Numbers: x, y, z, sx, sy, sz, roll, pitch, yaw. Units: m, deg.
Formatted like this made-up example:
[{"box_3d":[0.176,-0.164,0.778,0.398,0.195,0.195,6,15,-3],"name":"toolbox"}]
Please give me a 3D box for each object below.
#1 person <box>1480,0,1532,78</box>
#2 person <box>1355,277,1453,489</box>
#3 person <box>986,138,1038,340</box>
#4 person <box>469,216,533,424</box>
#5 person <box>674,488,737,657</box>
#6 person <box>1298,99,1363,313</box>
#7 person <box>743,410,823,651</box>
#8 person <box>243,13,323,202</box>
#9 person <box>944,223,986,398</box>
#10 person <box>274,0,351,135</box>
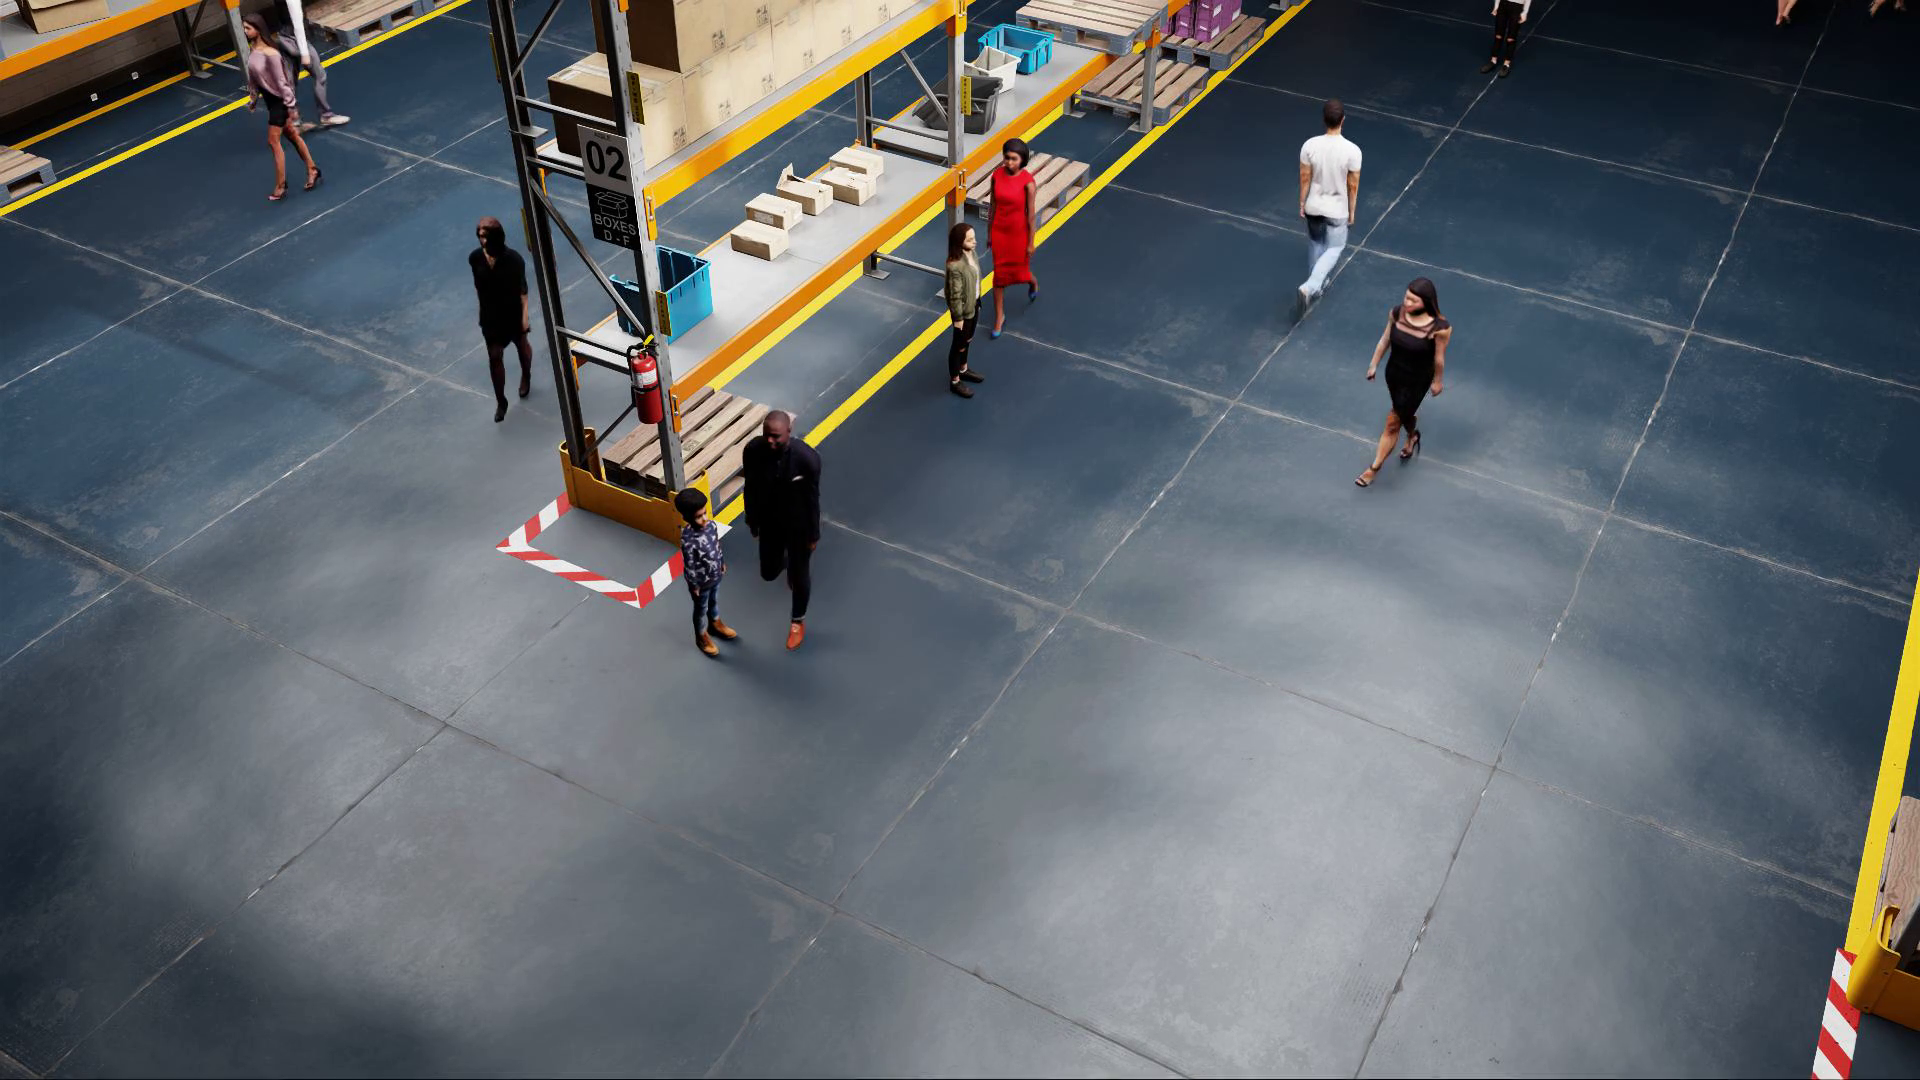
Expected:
[{"box_3d":[6.094,-5.876,18.362,0.574,1.484,0.533,27,46,30],"name":"person"},{"box_3d":[3.373,-1.208,12.371,1.150,1.666,0.907,-28,46,-30],"name":"person"},{"box_3d":[0.468,-2.578,14.038,0.631,1.727,0.939,17,42,20],"name":"person"},{"box_3d":[-3.560,-1.836,13.149,0.838,1.679,0.997,3,39,4],"name":"person"},{"box_3d":[-1.691,0.191,10.953,0.550,1.251,0.429,20,43,24],"name":"person"},{"box_3d":[3.123,-2.816,14.249,0.702,1.835,1.013,22,44,25],"name":"person"},{"box_3d":[-1.104,-0.143,10.930,0.857,1.801,1.016,9,40,12],"name":"person"},{"box_3d":[-6.485,-4.209,16.030,0.922,1.791,0.783,-30,48,-32],"name":"person"},{"box_3d":[0.030,-1.867,13.349,0.666,1.476,0.497,13,41,16],"name":"person"},{"box_3d":[-6.850,-5.032,16.967,1.009,1.907,0.936,-32,48,-33],"name":"person"}]
